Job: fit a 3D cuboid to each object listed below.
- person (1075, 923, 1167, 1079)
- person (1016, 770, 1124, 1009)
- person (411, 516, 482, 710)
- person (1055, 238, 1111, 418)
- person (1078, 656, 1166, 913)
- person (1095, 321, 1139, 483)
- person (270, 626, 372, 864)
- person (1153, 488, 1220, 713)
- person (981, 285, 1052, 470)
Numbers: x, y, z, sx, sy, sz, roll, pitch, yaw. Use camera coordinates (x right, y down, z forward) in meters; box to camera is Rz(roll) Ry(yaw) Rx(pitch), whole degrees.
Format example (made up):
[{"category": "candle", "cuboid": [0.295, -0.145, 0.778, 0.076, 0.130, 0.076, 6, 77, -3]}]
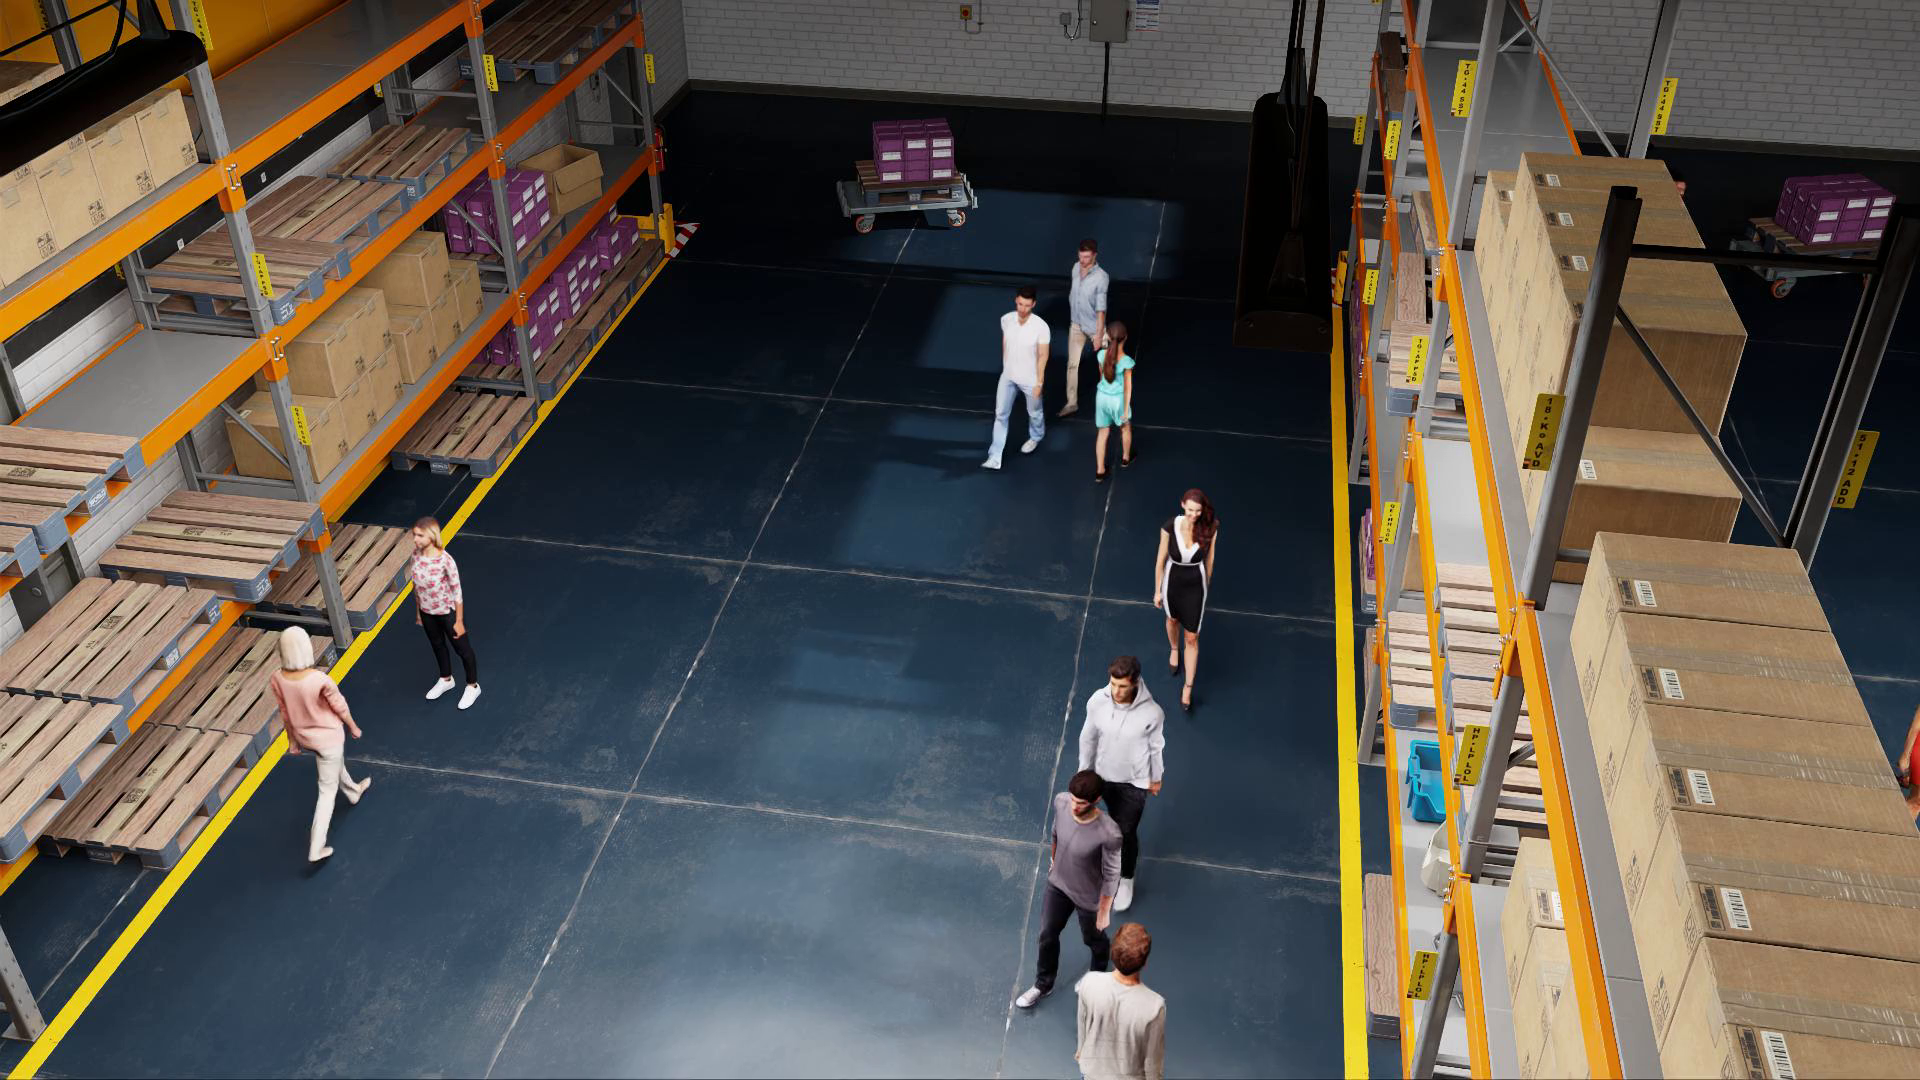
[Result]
[{"category": "person", "cuboid": [0.792, 2.850, 8.751, 0.753, 1.884, 0.834, 13, 36, 18]}, {"category": "person", "cuboid": [0.787, 2.038, 10.020, 0.966, 1.831, 1.046, 29, 43, 36]}, {"category": "person", "cuboid": [-3.888, 0.519, 12.484, 0.619, 1.633, 0.589, 14, 36, 19]}, {"category": "person", "cuboid": [1.329, -2.118, 16.290, 1.082, 1.812, 1.276, 27, 42, 35]}, {"category": "person", "cuboid": [1.089, 1.451, 10.836, 0.798, 1.906, 0.894, 13, 36, 19]}, {"category": "person", "cuboid": [1.364, -1.236, 15.214, 0.696, 1.534, 0.894, 16, 37, 22]}, {"category": "person", "cuboid": [-4.322, 1.379, 11.146, 0.618, 1.683, 1.136, 7, 34, 10]}, {"category": "person", "cuboid": [1.688, 0.329, 12.648, 0.608, 1.767, 1.009, 5, 34, 7]}, {"category": "person", "cuboid": [0.631, -1.541, 15.426, 0.966, 1.808, 1.264, 20, 39, 27]}]
